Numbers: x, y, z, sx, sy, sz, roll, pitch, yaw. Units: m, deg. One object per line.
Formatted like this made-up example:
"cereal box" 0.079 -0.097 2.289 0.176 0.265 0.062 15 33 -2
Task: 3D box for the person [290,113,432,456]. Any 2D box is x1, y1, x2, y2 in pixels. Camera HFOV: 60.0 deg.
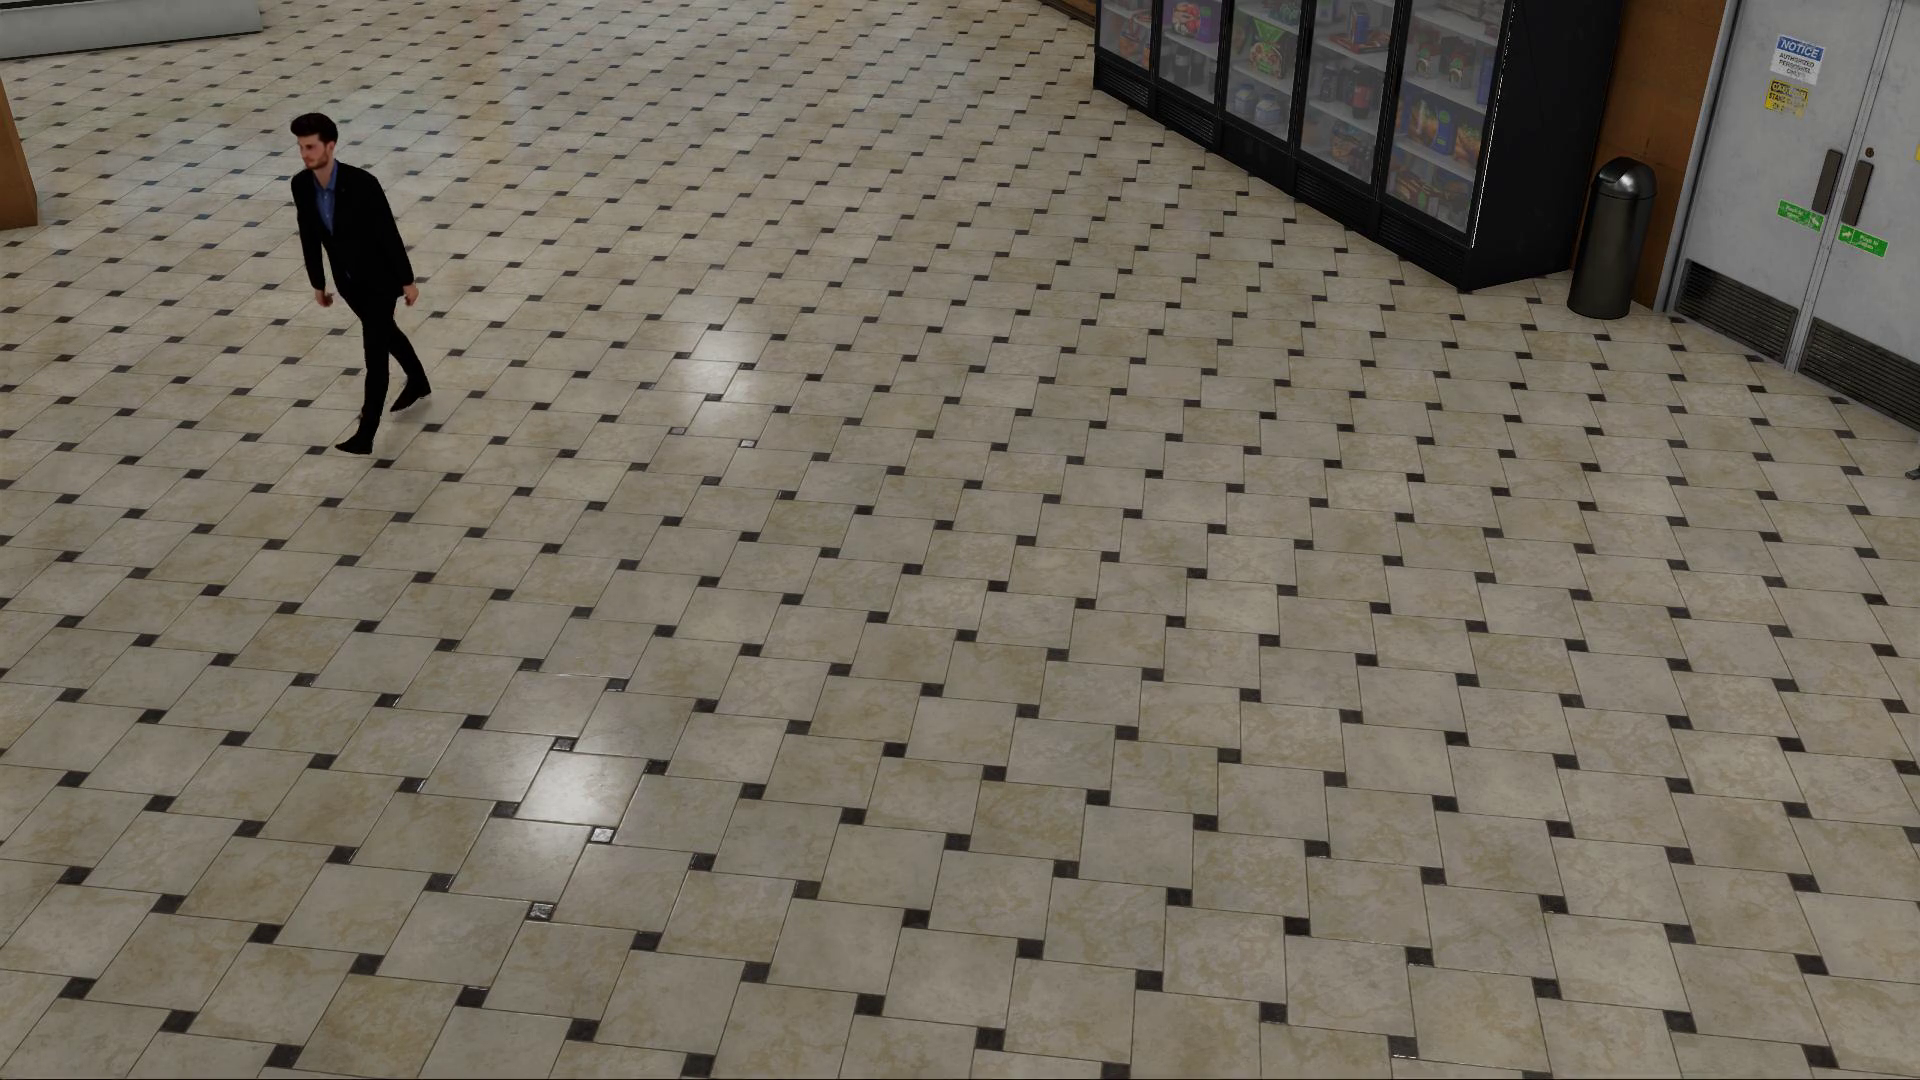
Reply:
"person" -3.149 -1.408 8.945 1.260 1.809 1.291 10 33 15
